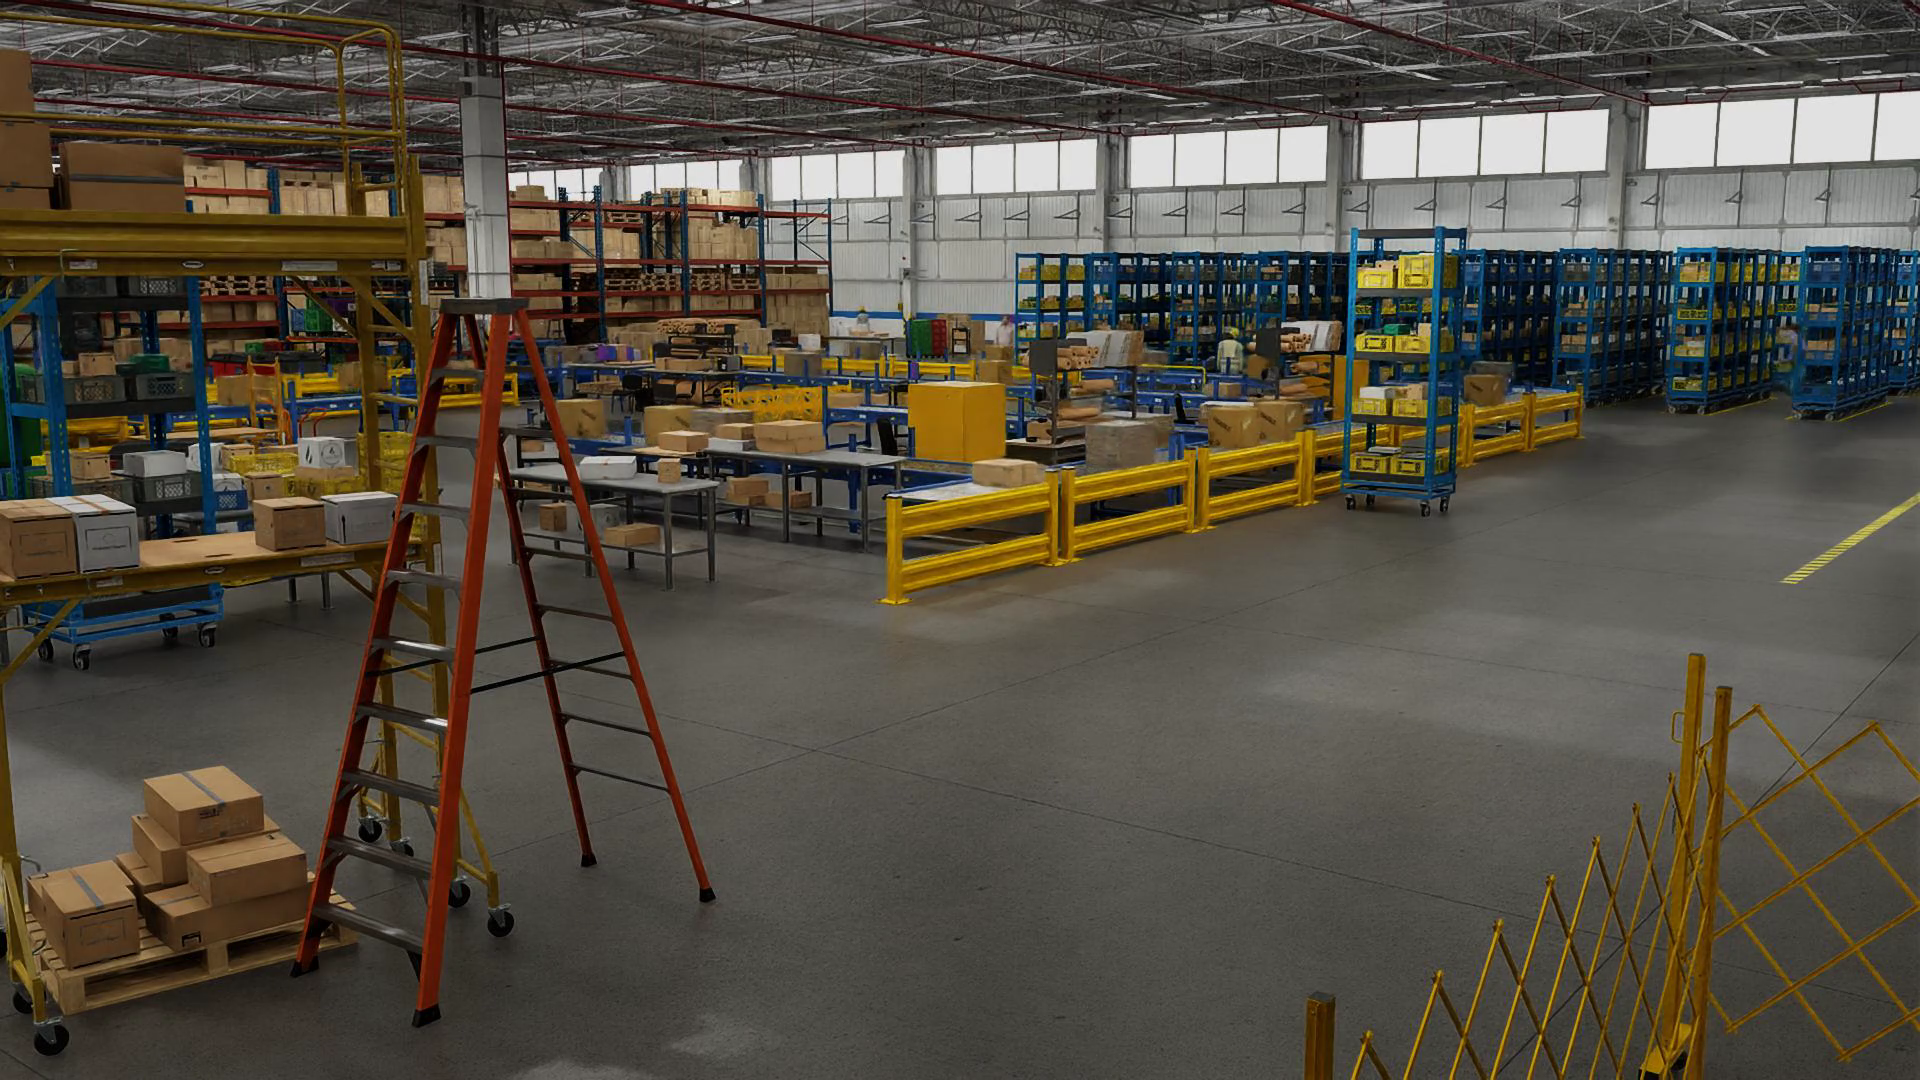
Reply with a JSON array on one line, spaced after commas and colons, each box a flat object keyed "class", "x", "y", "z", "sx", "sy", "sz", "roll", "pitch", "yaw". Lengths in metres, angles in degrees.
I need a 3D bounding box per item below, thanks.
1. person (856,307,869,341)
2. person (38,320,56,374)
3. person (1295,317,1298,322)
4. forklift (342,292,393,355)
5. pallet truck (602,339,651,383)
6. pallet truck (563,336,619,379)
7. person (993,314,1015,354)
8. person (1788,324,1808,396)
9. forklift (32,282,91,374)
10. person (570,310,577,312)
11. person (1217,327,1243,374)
[{"class": "person", "x": -3.950, "y": -8.583, "z": 67.262, "sx": 0.506, "sy": 1.687, "sz": 0.891, "roll": -3, "pitch": 10, "yaw": -18}, {"class": "person", "x": -23.450, "y": -4.728, "z": 42.743, "sx": 1.032, "sy": 1.870, "sz": 0.665, "roll": -1, "pitch": 9, "yaw": -9}, {"class": "person", "x": 10.310, "y": -6.045, "z": 50.569, "sx": 0.412, "sy": 1.987, "sz": 0.607, "roll": 7, "pitch": 11, "yaw": 37}, {"class": "forklift", "x": -16.485, "y": -5.622, "z": 45.120, "sx": 1.129, "sy": 2.768, "sz": 1.873, "roll": 7, "pitch": 11, "yaw": 37}, {"class": "pallet truck", "x": -8.991, "y": -4.871, "z": 45.351, "sx": 0.653, "sy": 1.274, "sz": 1.630, "roll": 7, "pitch": 11, "yaw": 37}, {"class": "pallet truck", "x": -10.690, "y": -5.294, "z": 48.215, "sx": 1.601, "sy": 1.201, "sz": 0.680, "roll": -5, "pitch": 10, "yaw": -26}, {"class": "person", "x": 1.262, "y": -5.492, "z": 47.441, "sx": 0.668, "sy": 1.881, "sz": 0.775, "roll": 3, "pitch": 10, "yaw": 17}, {"class": "person", "x": 20.751, "y": -4.452, "z": 41.060, "sx": 0.531, "sy": 1.830, "sz": 0.594, "roll": 6, "pitch": 11, "yaw": 33}, {"class": "forklift", "x": -22.937, "y": -5.298, "z": 43.099, "sx": 1.873, "sy": 2.768, "sz": 1.129, "roll": 2, "pitch": 9, "yaw": 9}, {"class": "person", "x": -16.636, "y": -9.344, "z": 71.340, "sx": 0.559, "sy": 1.924, "sz": 0.435, "roll": 4, "pitch": 10, "yaw": 23}, {"class": "person", "x": 6.165, "y": -3.953, "z": 37.978, "sx": 0.594, "sy": 1.830, "sz": 0.403, "roll": 3, "pitch": 10, "yaw": 17}]
